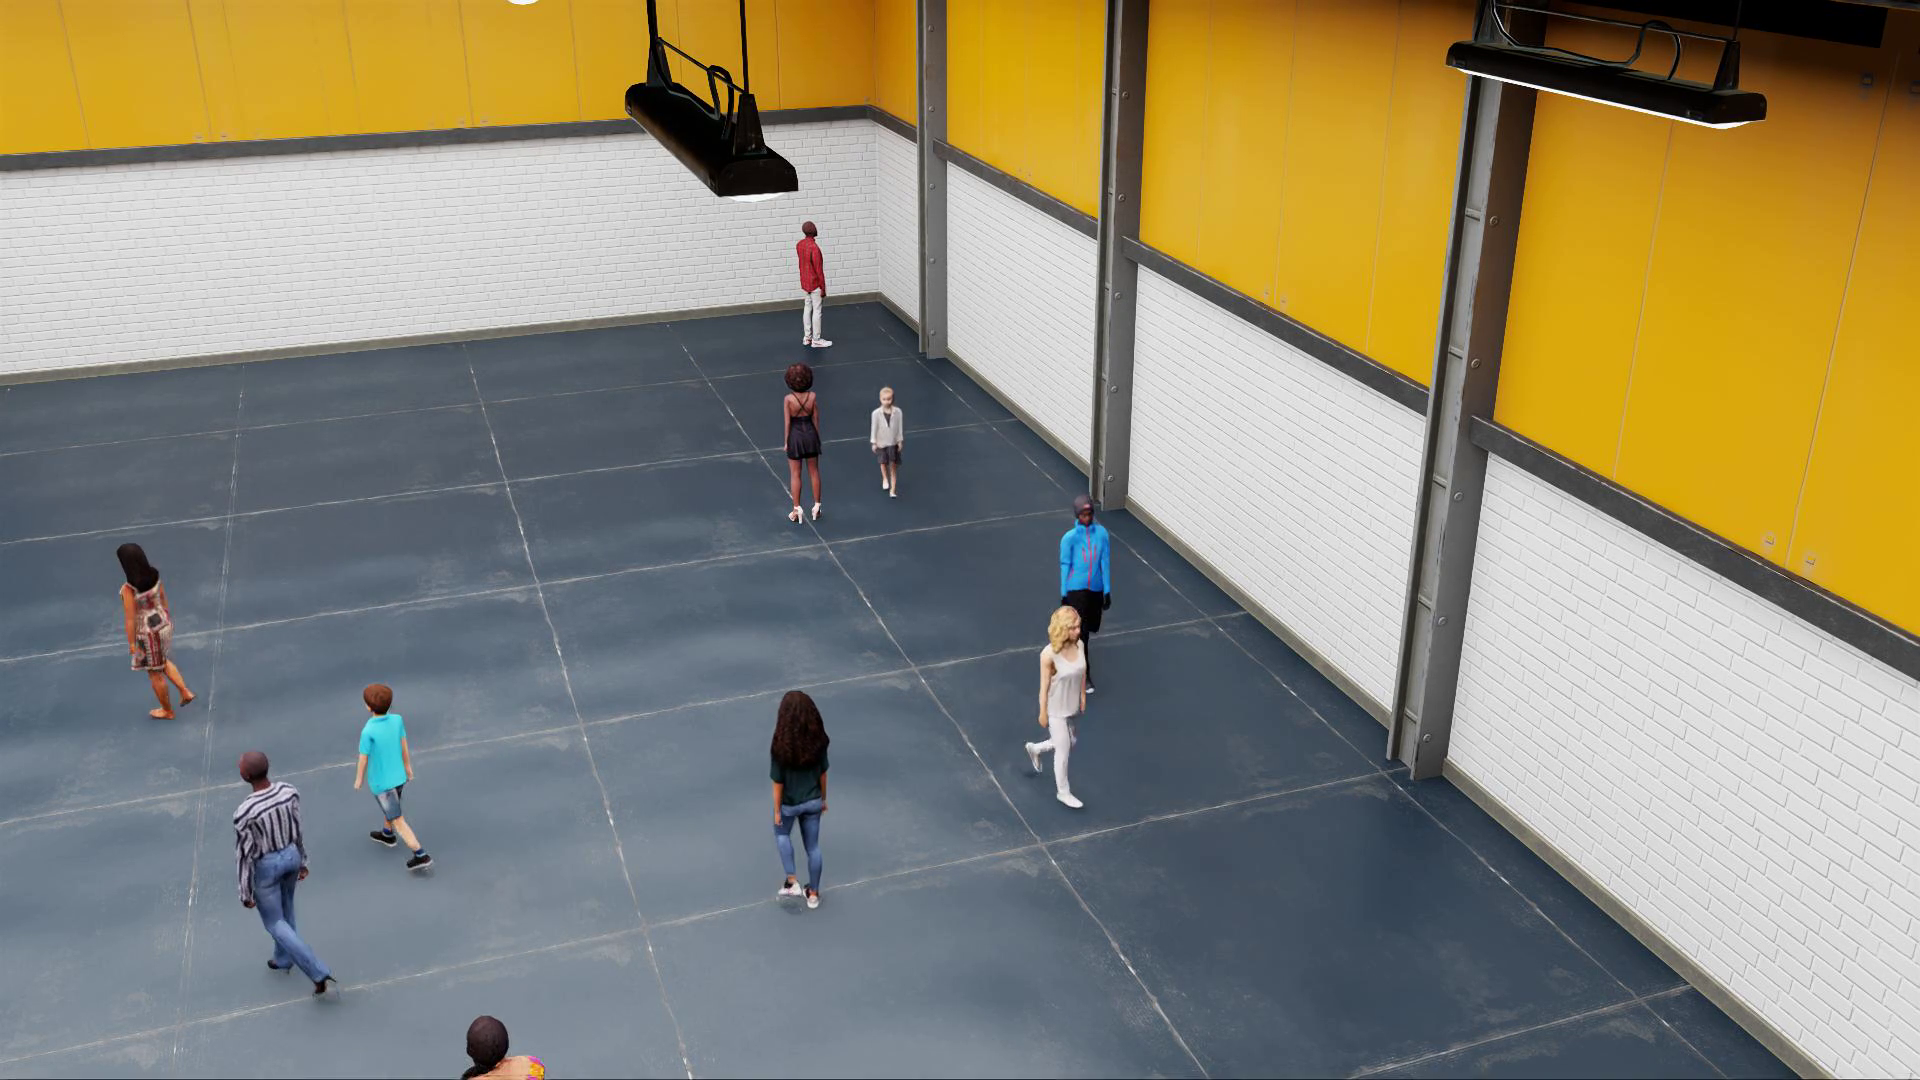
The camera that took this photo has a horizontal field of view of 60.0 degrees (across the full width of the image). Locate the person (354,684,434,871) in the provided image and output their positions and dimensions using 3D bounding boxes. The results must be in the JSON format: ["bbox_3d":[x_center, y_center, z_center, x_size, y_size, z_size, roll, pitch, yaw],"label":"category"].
[{"bbox_3d":[-4.103,1.737,12.053,0.996,1.419,0.922,11,26,24],"label":"person"}]

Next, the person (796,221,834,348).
[{"bbox_3d":[-2.136,-3.706,24.002,0.791,1.820,0.634,-17,29,-35],"label":"person"}]

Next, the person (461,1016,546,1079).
[{"bbox_3d":[-2.283,3.170,8.485,0.817,1.650,1.126,-15,28,-31],"label":"person"}]

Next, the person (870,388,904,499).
[{"bbox_3d":[-0.820,-1.118,18.805,0.685,1.241,0.938,-1,24,-3],"label":"person"}]

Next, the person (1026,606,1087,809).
[{"bbox_3d":[0.730,1.246,12.883,0.802,1.653,1.002,-20,30,-38],"label":"person"}]

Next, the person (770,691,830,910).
[{"bbox_3d":[-1.112,1.841,11.594,0.618,1.595,0.645,-11,26,-24],"label":"person"}]

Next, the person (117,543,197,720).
[{"bbox_3d":[-6.729,0.776,13.977,0.883,1.638,0.828,5,24,12],"label":"person"}]

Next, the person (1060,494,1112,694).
[{"bbox_3d":[1.069,0.416,14.639,0.620,1.768,1.028,-8,25,-18],"label":"person"}]

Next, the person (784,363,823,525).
[{"bbox_3d":[-1.698,-1.047,17.958,0.566,1.790,0.554,-11,26,-23],"label":"person"}]

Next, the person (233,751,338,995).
[{"bbox_3d":[-4.327,2.162,10.634,1.080,1.776,0.995,12,26,26],"label":"person"}]
